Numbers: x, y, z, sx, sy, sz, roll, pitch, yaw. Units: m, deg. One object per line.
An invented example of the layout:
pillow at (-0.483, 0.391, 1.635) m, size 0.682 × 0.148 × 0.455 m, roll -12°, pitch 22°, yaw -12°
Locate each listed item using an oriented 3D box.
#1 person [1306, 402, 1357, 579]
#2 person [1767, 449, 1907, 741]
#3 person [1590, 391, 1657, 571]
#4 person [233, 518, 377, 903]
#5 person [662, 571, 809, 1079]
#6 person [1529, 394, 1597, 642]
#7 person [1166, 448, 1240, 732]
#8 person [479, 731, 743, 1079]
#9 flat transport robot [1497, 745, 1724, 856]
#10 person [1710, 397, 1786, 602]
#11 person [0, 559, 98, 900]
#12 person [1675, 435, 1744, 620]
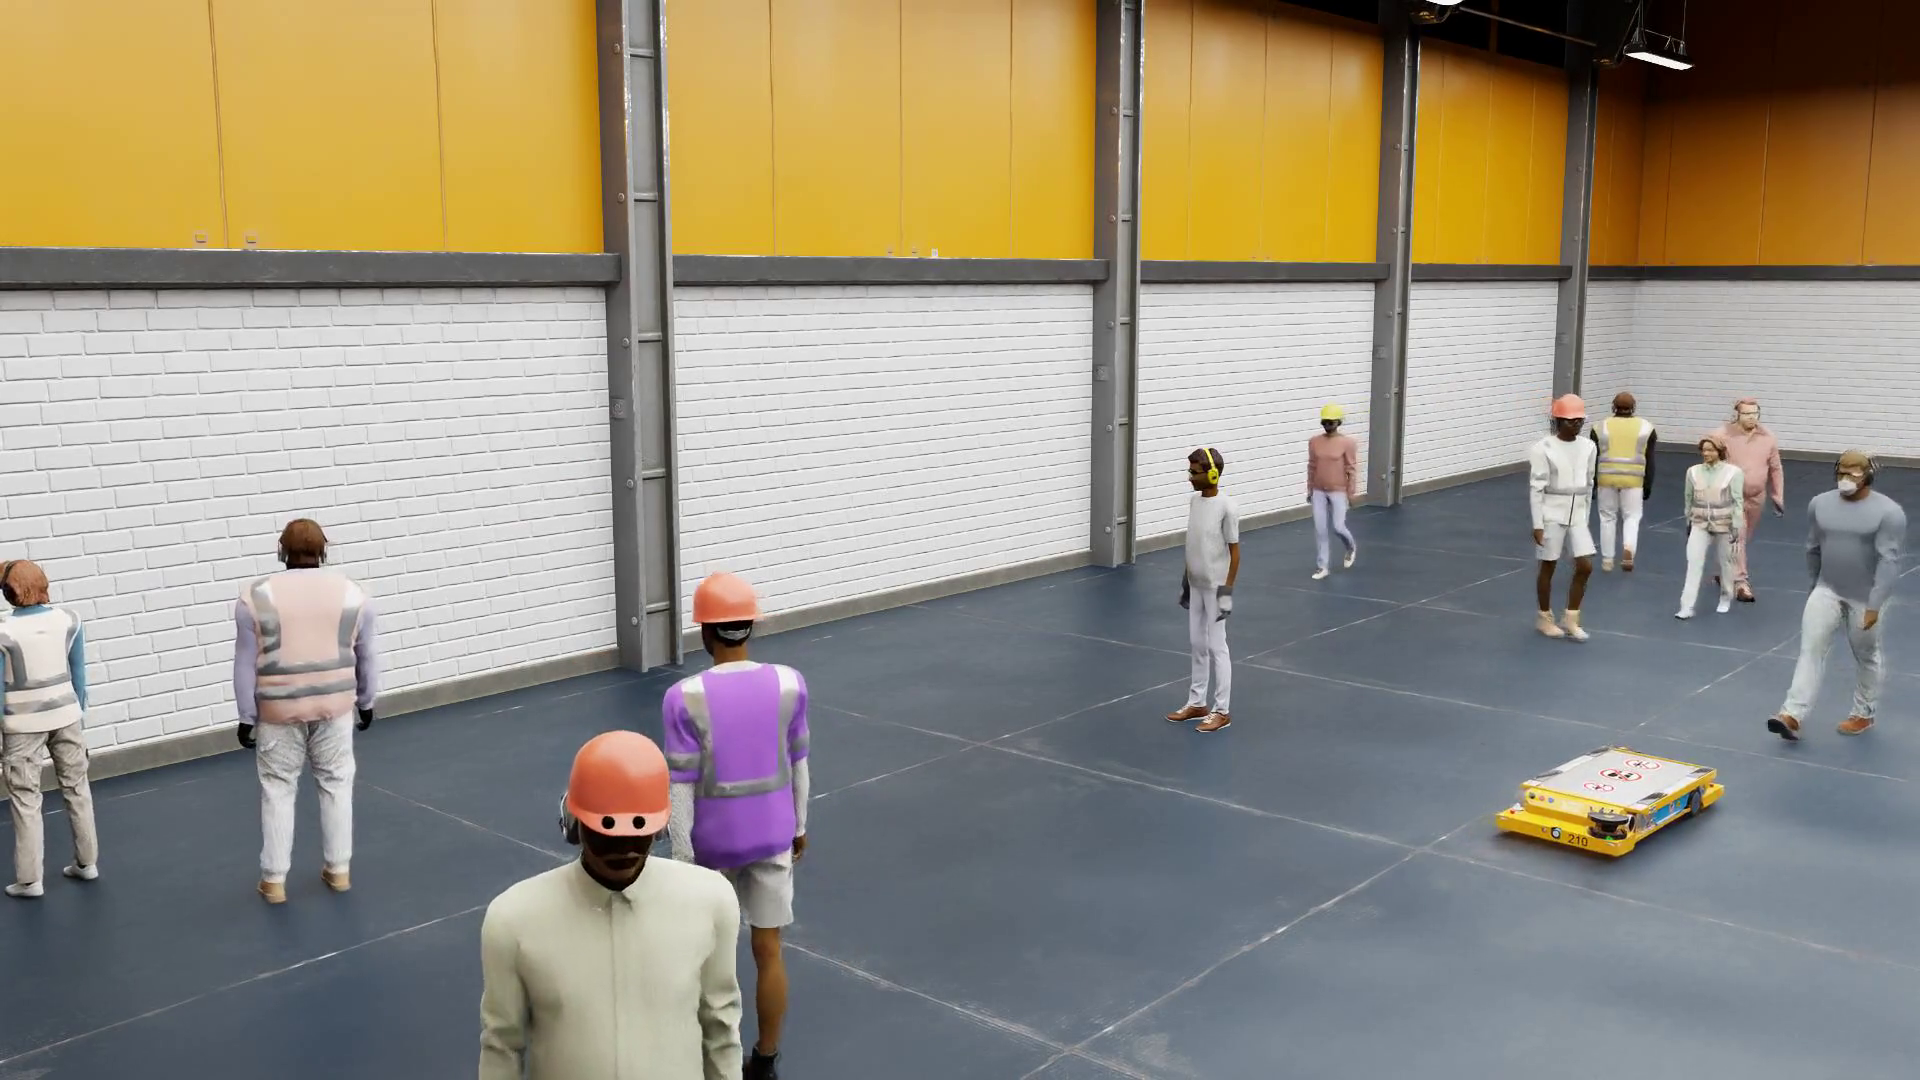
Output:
person at (3.682, -0.493, 16.388) m, size 0.523 × 1.753 × 0.531 m, roll 7°, pitch 12°, yaw 38°
person at (5.582, 0.370, 10.537) m, size 1.023 × 1.879 × 0.631 m, roll -7°, pitch 11°, yaw -37°
person at (6.583, -0.566, 16.580) m, size 0.630 × 1.829 × 0.612 m, roll 3°, pitch 10°, yaw 21°
person at (-3.110, 0.809, 7.937) m, size 0.650 × 1.835 × 0.429 m, roll -6°, pitch 11°, yaw -32°
person at (-0.806, 1.069, 6.045) m, size 0.568 × 1.917 × 0.545 m, roll -4°, pitch 10°, yaw -21°
person at (4.907, -0.165, 13.449) m, size 0.625 × 2.016 × 0.694 m, roll -2°, pitch 9°, yaw -11°
person at (1.612, 0.321, 10.902) m, size 0.327 × 1.865 × 0.517 m, roll -5°, pitch 10°, yaw -28°
person at (-0.826, 1.374, 3.952) m, size 0.615 × 1.971 × 0.704 m, roll -3°, pitch 10°, yaw -18°
flat transport robot at (3.590, 1.398, 9.116) m, size 0.652 × 0.197 × 1.431 m, roll 9°, pitch 13°, yaw 44°
person at (7.268, -0.396, 15.442) m, size 0.658 × 1.862 × 0.997 m, roll 0°, pitch 9°, yaw -1°
person at (-4.427, 0.898, 7.994) m, size 0.310 × 1.632 × 0.524 m, roll 6°, pitch 11°, yaw 32°
person at (6.558, -0.117, 14.481) m, size 0.522 × 1.598 × 0.852 m, roll 8°, pitch 12°, yaw 42°
